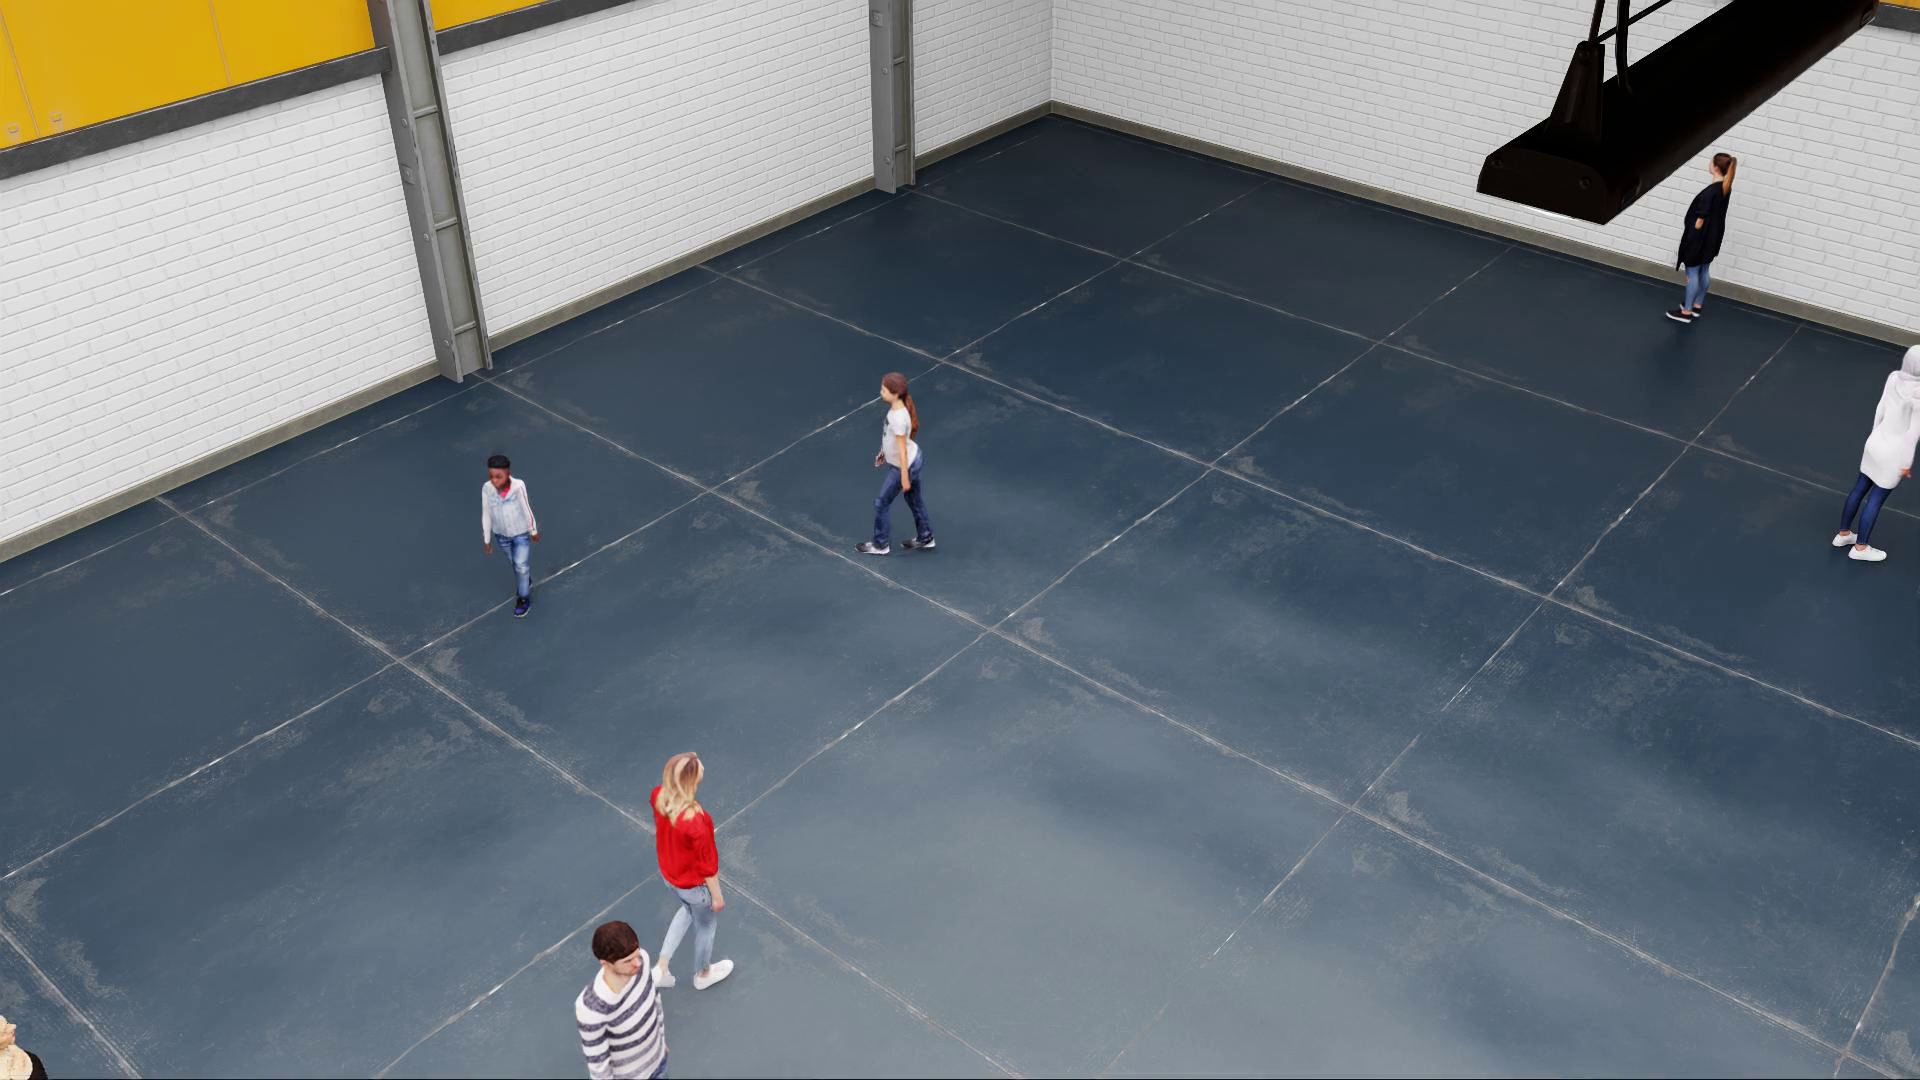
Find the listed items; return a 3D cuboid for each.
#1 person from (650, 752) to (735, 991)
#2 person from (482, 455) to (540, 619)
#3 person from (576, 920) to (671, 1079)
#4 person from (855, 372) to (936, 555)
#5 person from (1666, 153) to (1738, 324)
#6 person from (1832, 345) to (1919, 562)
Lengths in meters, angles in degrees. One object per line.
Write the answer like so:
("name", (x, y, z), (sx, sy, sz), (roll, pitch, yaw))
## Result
("person", (-1.506, 1.836, 8.867), (0.652, 1.690, 0.765), (29, 43, 36))
("person", (-3.263, -0.109, 12.199), (0.723, 1.240, 0.826), (4, 34, 6))
("person", (-1.561, 2.452, 7.799), (0.752, 1.845, 0.570), (14, 36, 20))
("person", (-0.362, -0.571, 12.626), (0.876, 1.536, 0.865), (3, 34, 4))
("person", (7.176, -2.915, 16.021), (0.569, 1.683, 0.737), (-23, 40, -31))
("person", (6.997, -0.670, 12.560), (0.740, 1.775, 0.682), (-3, 34, -5))
